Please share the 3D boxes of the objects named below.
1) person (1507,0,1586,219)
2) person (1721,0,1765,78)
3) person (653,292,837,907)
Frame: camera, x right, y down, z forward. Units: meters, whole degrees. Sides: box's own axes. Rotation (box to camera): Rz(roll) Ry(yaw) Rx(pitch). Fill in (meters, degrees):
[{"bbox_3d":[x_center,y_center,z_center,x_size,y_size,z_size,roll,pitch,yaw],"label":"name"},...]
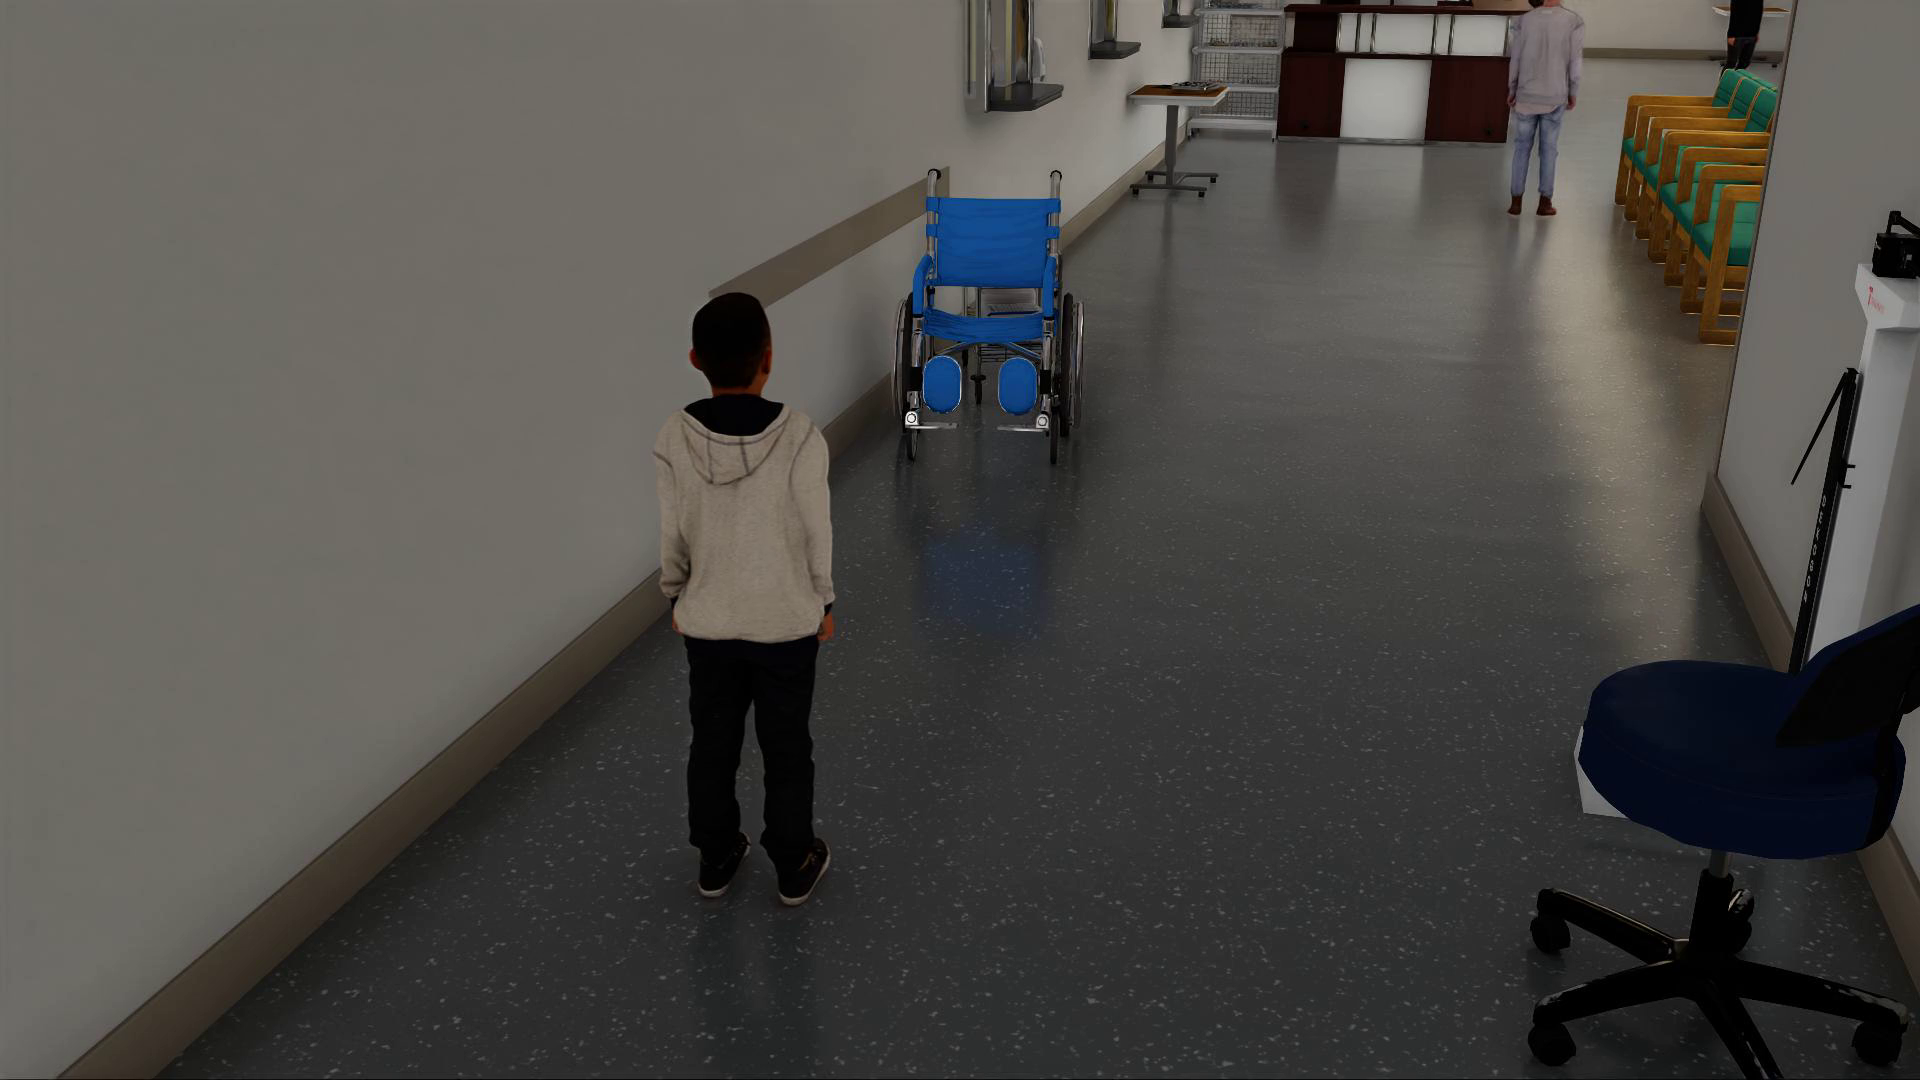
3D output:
[{"bbox_3d":[4.444,-3.409,12.699,0.556,1.839,0.780,9,23,23],"label":"person"},{"bbox_3d":[9.479,-6.158,20.124,0.688,1.720,0.767,-10,23,-24],"label":"person"},{"bbox_3d":[-0.488,0.160,3.820,0.432,1.453,0.624,5,21,14],"label":"person"}]
